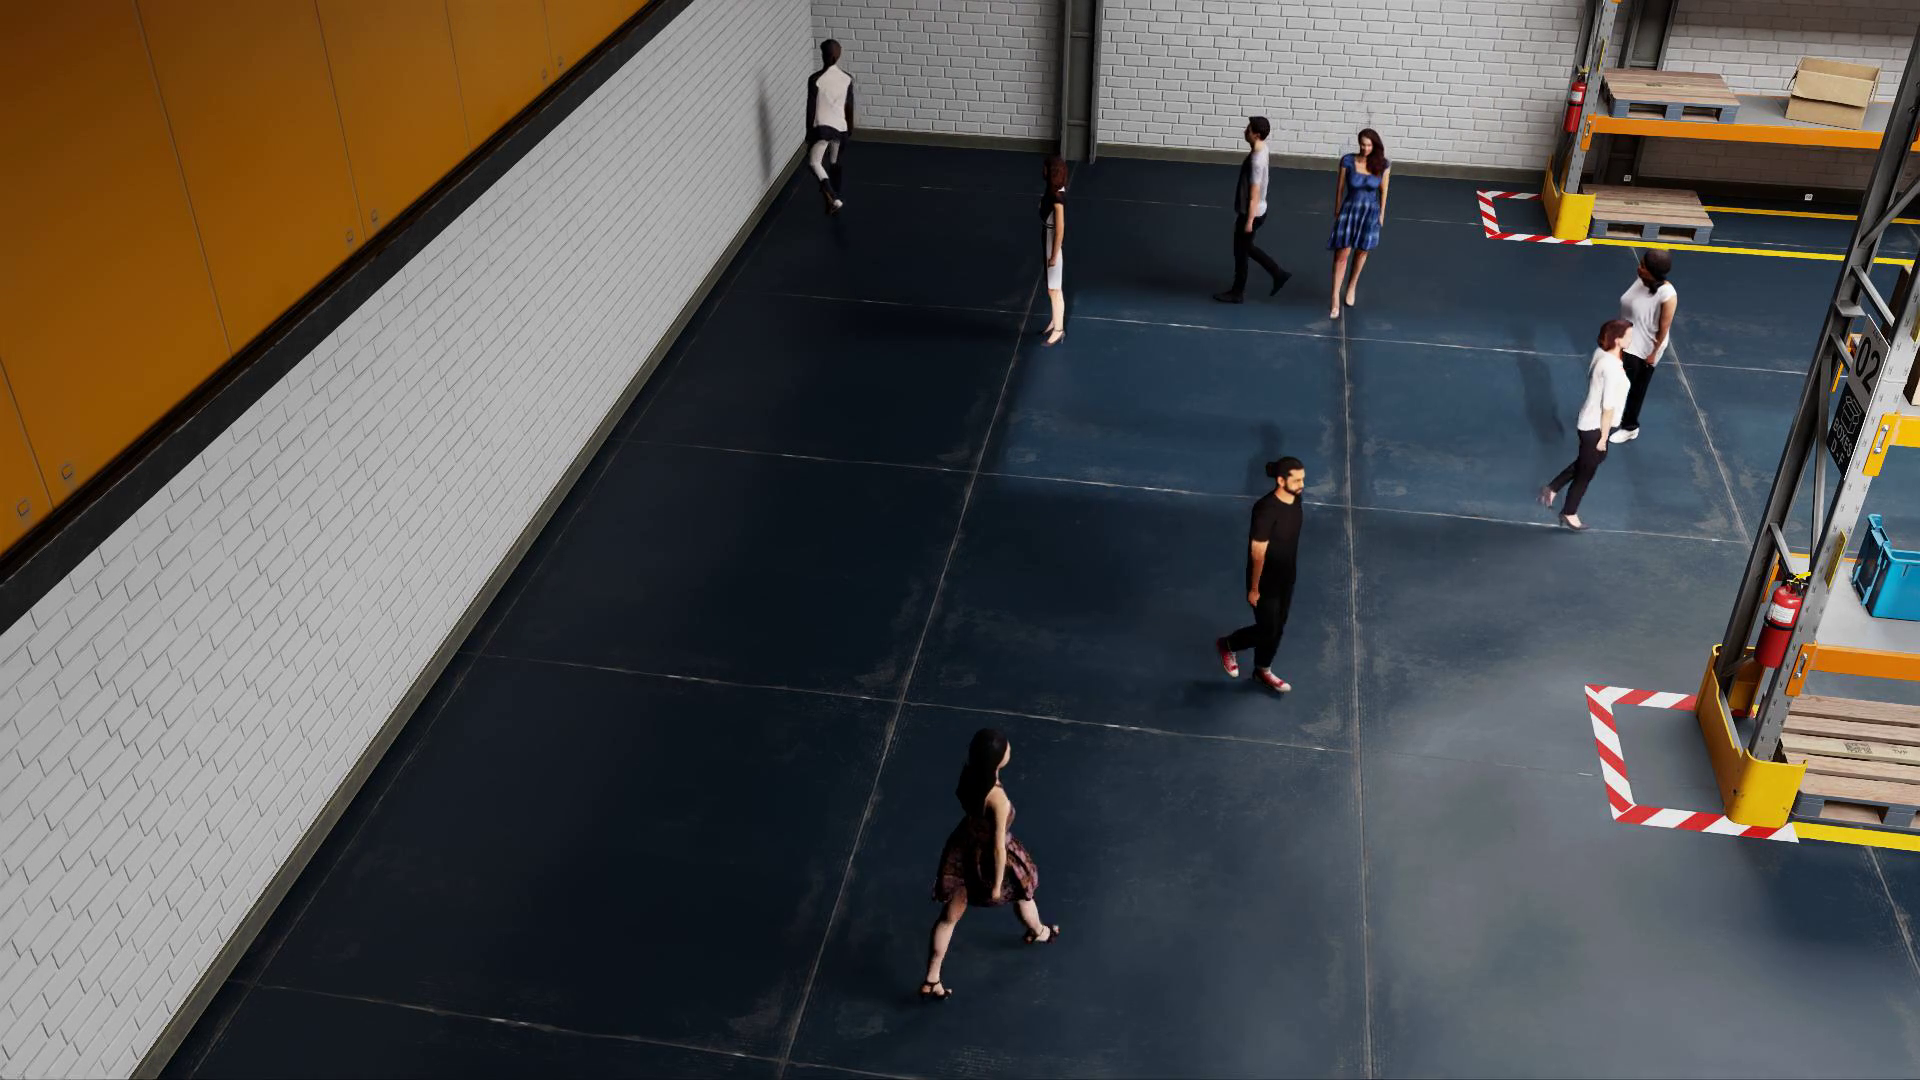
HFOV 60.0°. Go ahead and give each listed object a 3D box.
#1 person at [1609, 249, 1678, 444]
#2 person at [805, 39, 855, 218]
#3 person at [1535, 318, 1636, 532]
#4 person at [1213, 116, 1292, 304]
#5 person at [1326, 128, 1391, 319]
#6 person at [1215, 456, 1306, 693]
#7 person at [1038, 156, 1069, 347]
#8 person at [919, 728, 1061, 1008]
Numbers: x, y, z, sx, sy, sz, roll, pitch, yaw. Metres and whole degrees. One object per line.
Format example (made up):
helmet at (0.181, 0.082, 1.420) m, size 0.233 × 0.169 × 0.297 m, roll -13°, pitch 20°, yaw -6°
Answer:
person at (5.565, -1.621, 13.665) m, size 0.728 × 1.685 × 0.735 m, roll -6°, pitch 34°, yaw -9°
person at (-1.361, -4.283, 17.494) m, size 1.019 × 1.880 × 1.065 m, roll -17°, pitch 37°, yaw -24°
person at (4.637, -0.847, 12.410) m, size 0.690 × 1.785 × 0.622 m, roll 4°, pitch 34°, yaw 6°
person at (2.835, -3.062, 15.724) m, size 0.956 × 1.807 × 0.715 m, roll 8°, pitch 34°, yaw 12°
person at (3.758, -3.033, 15.699) m, size 0.811 × 1.785 × 0.706 m, roll 5°, pitch 34°, yaw 7°
person at (1.963, 0.212, 10.848) m, size 0.927 × 1.750 × 0.845 m, roll 24°, pitch 41°, yaw 32°
person at (0.851, -2.613, 15.058) m, size 0.535 × 1.795 × 0.602 m, roll 1°, pitch 34°, yaw 2°
person at (0.047, 1.720, 8.610) m, size 1.171 × 1.717 × 1.110 m, roll -21°, pitch 39°, yaw -28°
